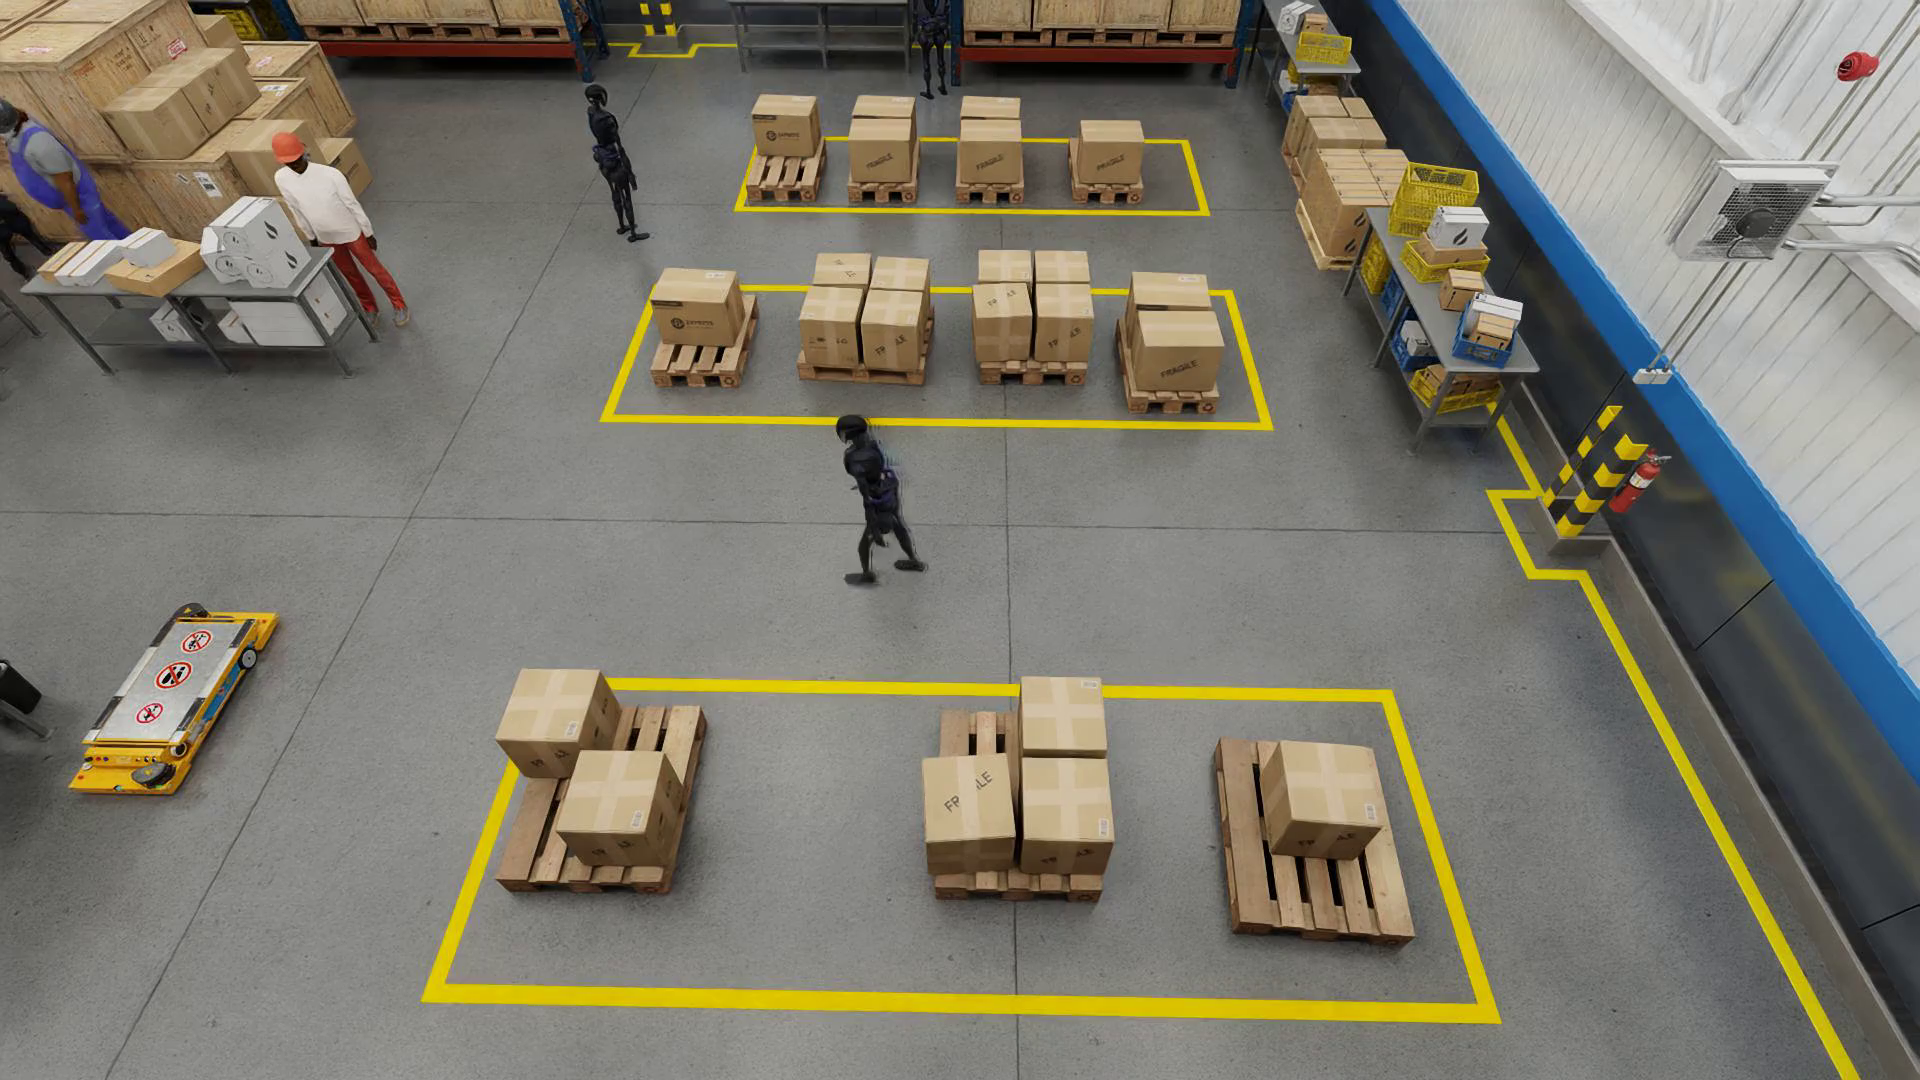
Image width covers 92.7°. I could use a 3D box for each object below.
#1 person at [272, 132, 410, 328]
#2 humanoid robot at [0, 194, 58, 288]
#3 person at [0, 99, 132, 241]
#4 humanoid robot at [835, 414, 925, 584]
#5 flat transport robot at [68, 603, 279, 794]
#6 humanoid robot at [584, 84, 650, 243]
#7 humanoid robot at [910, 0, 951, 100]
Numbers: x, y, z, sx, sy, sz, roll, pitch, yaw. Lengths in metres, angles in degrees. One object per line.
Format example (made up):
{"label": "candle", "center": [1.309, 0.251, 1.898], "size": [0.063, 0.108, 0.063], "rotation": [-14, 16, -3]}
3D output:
{"label": "person", "center": [-5.896, -2.901, 8.701], "size": [0.618, 1.987, 0.403], "rotation": [-4, 50, -3]}
{"label": "humanoid robot", "center": [-9.626, -3.248, 9.216], "size": [0.724, 1.632, 0.526], "rotation": [6, 50, 5]}
{"label": "person", "center": [-8.941, -3.492, 9.162], "size": [0.755, 2.000, 0.558], "rotation": [34, 58, 25]}
{"label": "humanoid robot", "center": [-0.597, -0.291, 6.708], "size": [0.680, 1.609, 0.577], "rotation": [5, 50, 4]}
{"label": "flat transport robot", "center": [-5.504, 1.072, 6.442], "size": [0.652, 0.197, 1.431], "rotation": [1, 50, 1]}
{"label": "humanoid robot", "center": [-3.723, -4.053, 9.869], "size": [0.581, 1.651, 0.321], "rotation": [37, 59, 27]}
{"label": "humanoid robot", "center": [-0.382, -6.768, 12.164], "size": [0.595, 1.656, 0.326], "rotation": [-25, 54, -20]}
